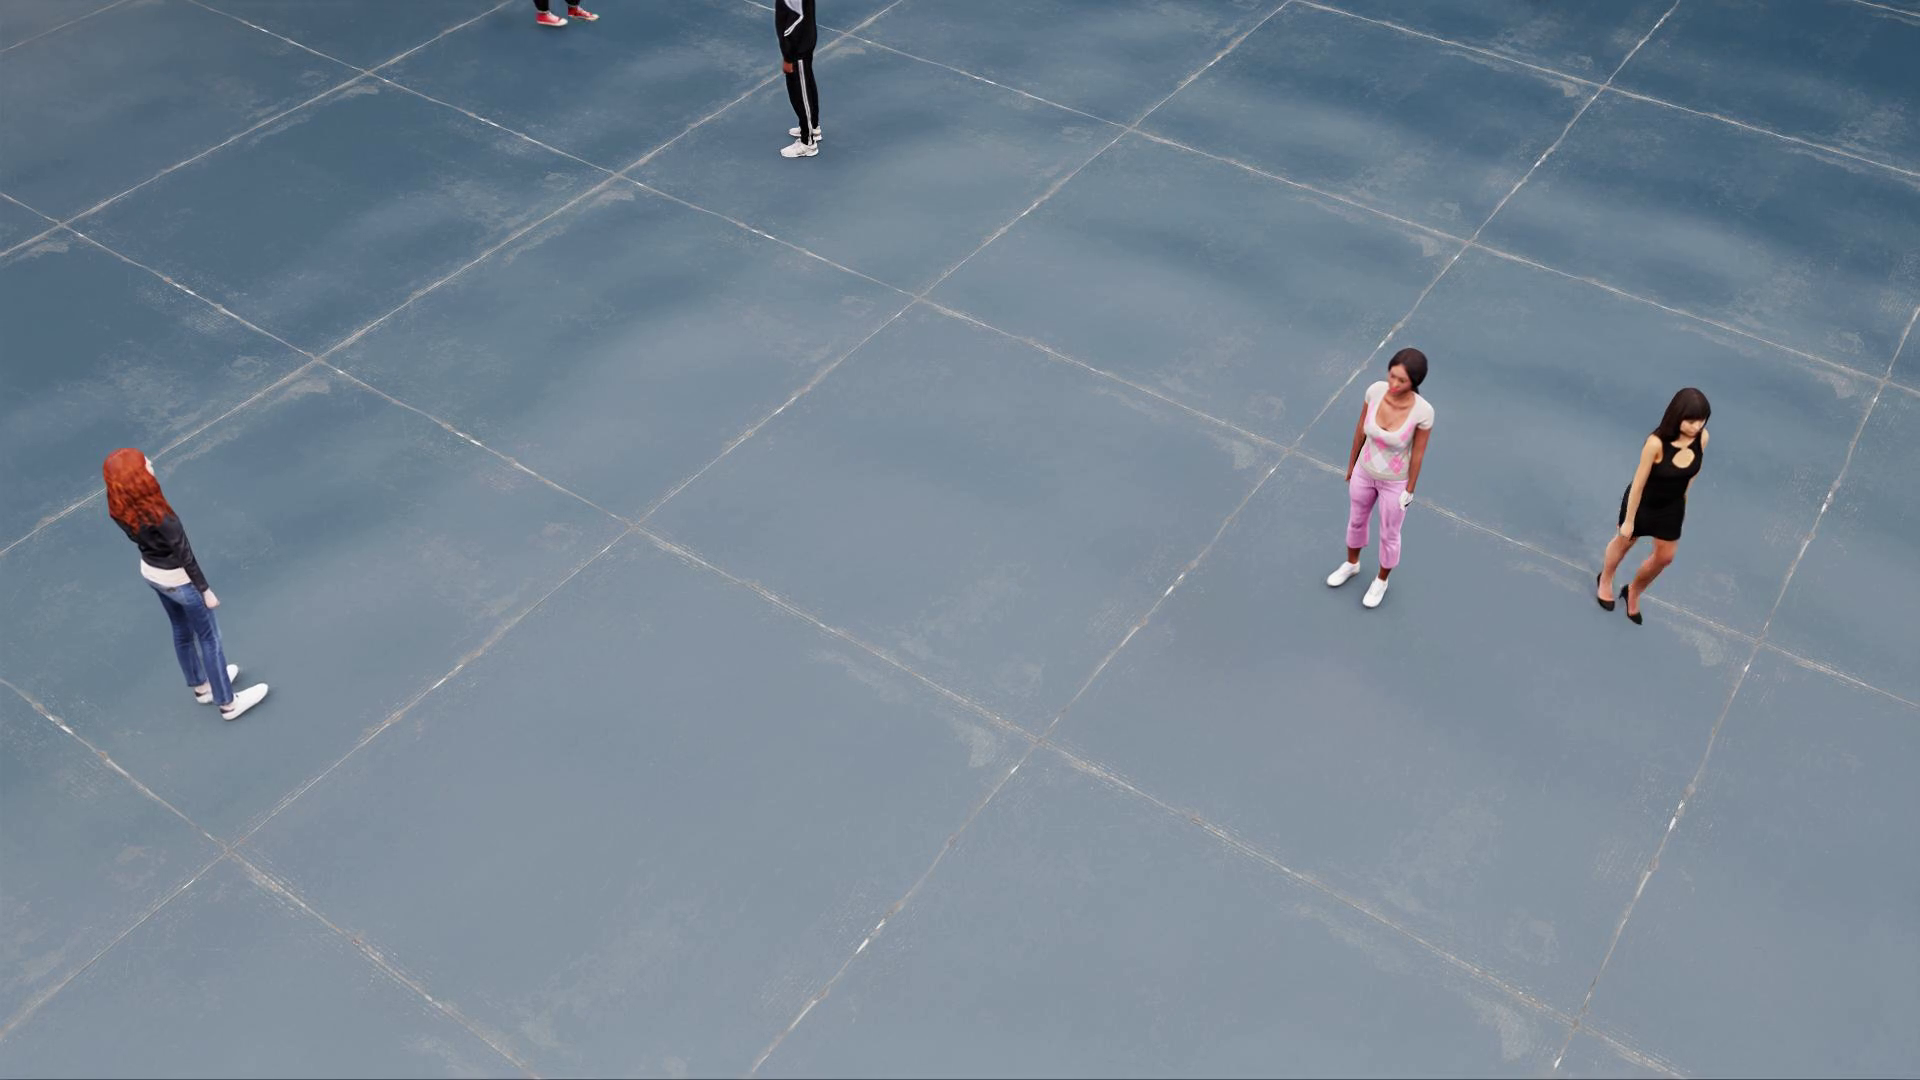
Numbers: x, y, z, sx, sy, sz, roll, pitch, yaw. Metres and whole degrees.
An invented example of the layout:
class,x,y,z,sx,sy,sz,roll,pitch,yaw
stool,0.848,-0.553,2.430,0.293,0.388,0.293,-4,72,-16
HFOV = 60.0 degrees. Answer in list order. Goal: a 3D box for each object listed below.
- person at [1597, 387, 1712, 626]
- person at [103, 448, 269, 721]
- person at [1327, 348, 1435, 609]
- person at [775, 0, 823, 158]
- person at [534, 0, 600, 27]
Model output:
class,x,y,z,sx,sy,sz,roll,pitch,yaw
person,3.816,-0.242,9.281,0.726,1.631,0.784,-8,44,-8
person,-4.075,0.232,8.659,0.461,1.788,0.626,23,48,23
person,2.378,-0.357,9.325,0.486,1.740,0.645,31,51,29
person,-1.258,-3.915,13.071,0.714,1.828,0.734,6,43,6
person,-3.756,-5.376,14.700,0.880,1.741,0.775,11,44,12
